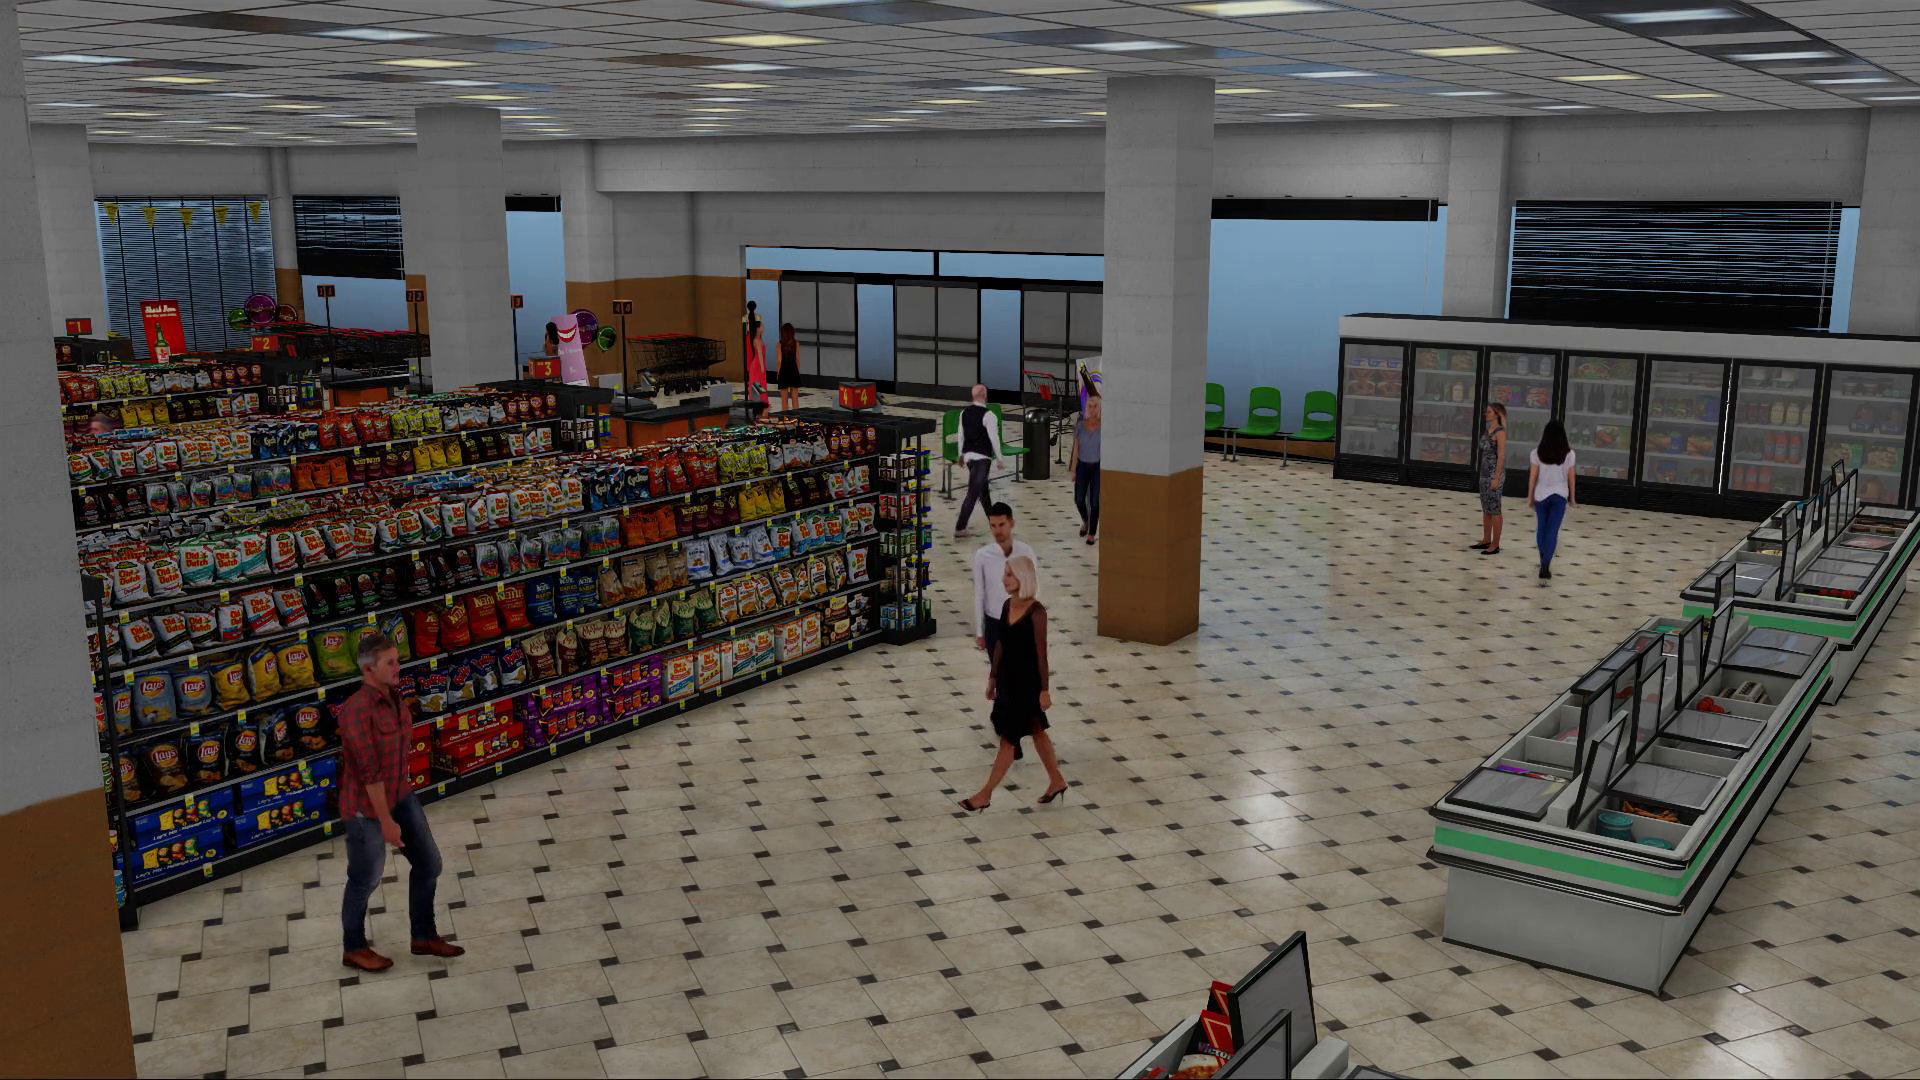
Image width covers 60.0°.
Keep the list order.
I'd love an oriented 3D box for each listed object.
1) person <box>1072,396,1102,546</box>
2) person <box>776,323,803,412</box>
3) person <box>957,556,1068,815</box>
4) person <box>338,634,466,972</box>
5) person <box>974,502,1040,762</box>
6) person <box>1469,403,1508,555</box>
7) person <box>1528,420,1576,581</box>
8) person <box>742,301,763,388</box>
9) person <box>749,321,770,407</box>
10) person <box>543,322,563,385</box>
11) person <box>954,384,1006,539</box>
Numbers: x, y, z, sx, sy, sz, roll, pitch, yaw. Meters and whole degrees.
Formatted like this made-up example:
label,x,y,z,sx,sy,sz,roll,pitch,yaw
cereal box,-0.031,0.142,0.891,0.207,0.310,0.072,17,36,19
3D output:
label,x,y,z,sx,sy,sz,roll,pitch,yaw
person,1.526,-0.819,19.259,0.725,1.715,0.791,3,12,12
person,-2.906,-2.764,28.208,0.627,1.835,0.722,-5,13,-22
person,0.498,0.963,10.852,1.152,1.693,0.942,-6,13,-26
person,-3.105,1.375,8.628,0.932,1.804,0.916,3,12,14
person,0.341,0.625,12.151,1.181,1.819,1.242,-2,12,-8
person,6.014,-0.706,18.747,0.701,1.705,0.617,-1,12,-3
person,6.127,-0.359,17.263,0.648,1.640,1.139,7,14,30
person,-4.298,-4.076,34.540,0.637,1.793,0.741,-5,13,-23
person,-3.645,-3.102,30.076,0.747,1.727,0.714,-4,13,-19
person,-7.534,-3.217,30.818,0.784,1.645,0.643,1,12,7
person,0.160,-0.874,19.379,0.837,1.774,1.249,11,16,43
